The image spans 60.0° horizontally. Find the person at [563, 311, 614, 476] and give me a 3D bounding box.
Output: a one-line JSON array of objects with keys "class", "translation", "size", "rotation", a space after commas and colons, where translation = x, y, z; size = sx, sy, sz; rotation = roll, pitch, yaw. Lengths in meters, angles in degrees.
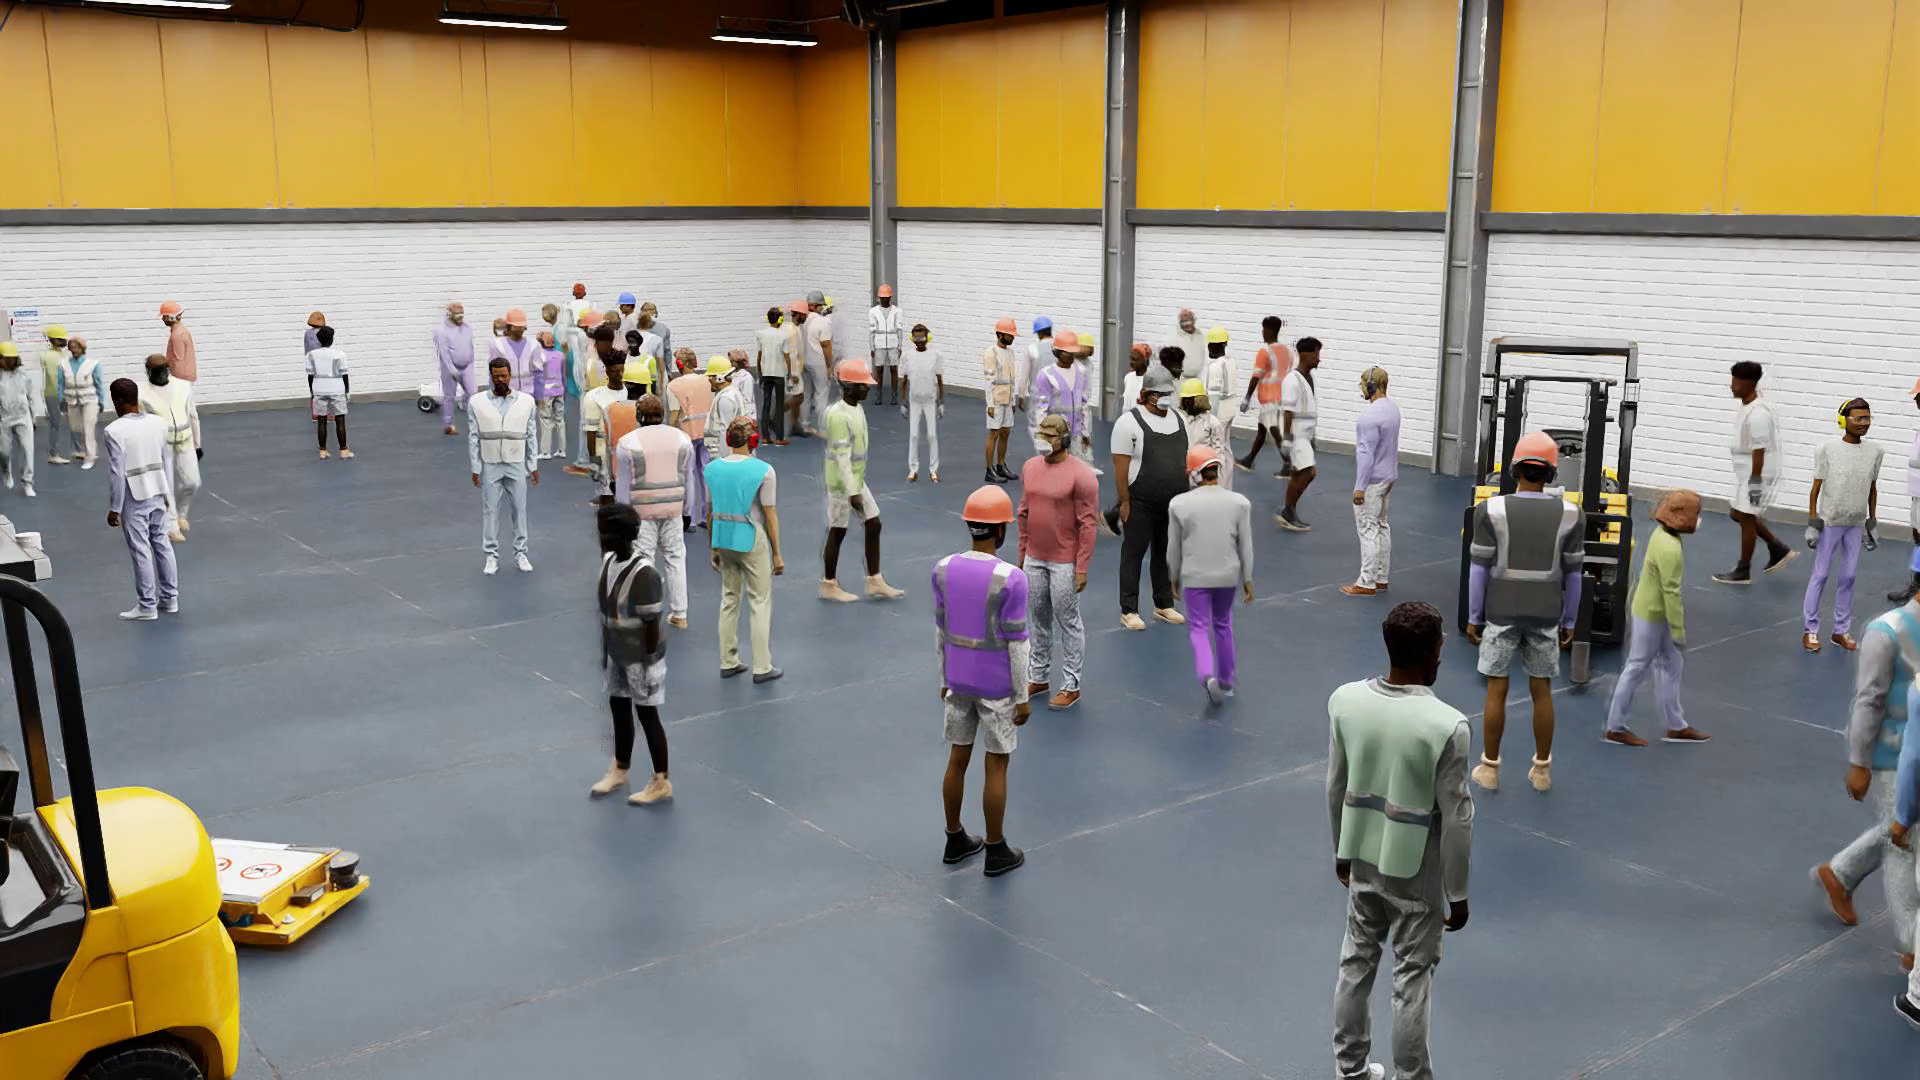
[{"class": "person", "translation": [-4.382, -1.741, 19.814], "size": [0.865, 1.958, 0.642], "rotation": [3, 12, 14]}]

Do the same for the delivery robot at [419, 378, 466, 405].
[{"class": "delivery robot", "translation": [-7.990, -2.306, 25.754], "size": [0.707, 0.478, 0.477], "rotation": [-1, 12, -5]}]

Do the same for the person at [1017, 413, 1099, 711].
[{"class": "person", "translation": [0.610, 0.135, 10.832], "size": [0.628, 1.940, 0.373], "rotation": [11, 16, 43]}]

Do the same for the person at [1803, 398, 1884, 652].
[{"class": "person", "translation": [6.465, -0.110, 12.169], "size": [0.521, 1.876, 0.325], "rotation": [0, 12, 1]}]

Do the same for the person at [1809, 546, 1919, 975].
[{"class": "person", "translation": [4.084, 0.899, 7.209], "size": [0.639, 1.923, 0.886], "rotation": [-5, 13, -22]}]

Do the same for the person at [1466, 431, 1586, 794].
[{"class": "person", "translation": [3.147, 0.406, 9.318], "size": [0.611, 2.033, 0.441], "rotation": [2, 12, 7]}]

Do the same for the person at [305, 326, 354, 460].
[{"class": "person", "translation": [-7.969, -1.855, 21.029], "size": [0.540, 1.695, 0.317], "rotation": [0, 12, 0]}]

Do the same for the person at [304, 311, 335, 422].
[{"class": "person", "translation": [-9.466, -2.563, 24.600], "size": [0.508, 1.631, 0.270], "rotation": [7, 14, 31]}]

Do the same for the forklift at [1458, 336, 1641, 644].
[{"class": "forklift", "translation": [4.683, -0.471, 13.136], "size": [1.214, 2.155, 2.313], "rotation": [4, 12, 20]}]

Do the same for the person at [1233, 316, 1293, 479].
[{"class": "person", "translation": [3.647, -1.699, 19.755], "size": [1.008, 1.912, 0.606], "rotation": [10, 15, 40]}]

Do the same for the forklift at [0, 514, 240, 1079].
[{"class": "forklift", "translation": [-3.687, 1.115, 5.480], "size": [2.313, 2.155, 1.214], "rotation": [-9, 15, -36]}]

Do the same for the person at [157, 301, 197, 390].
[{"class": "person", "translation": [-10.060, -2.083, 21.454], "size": [0.411, 1.980, 0.624], "rotation": [-4, 12, -18]}]

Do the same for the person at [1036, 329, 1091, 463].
[{"class": "person", "translation": [1.036, -1.062, 16.406], "size": [0.615, 2.029, 0.409], "rotation": [-8, 14, -35]}]

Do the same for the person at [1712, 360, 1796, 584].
[{"class": "person", "translation": [6.832, -0.572, 14.236], "size": [0.617, 1.943, 0.626], "rotation": [3, 12, 12]}]

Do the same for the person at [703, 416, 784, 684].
[{"class": "person", "translation": [-1.497, 0.072, 11.392], "size": [0.573, 1.834, 0.389], "rotation": [6, 13, 29]}]

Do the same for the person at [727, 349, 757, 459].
[{"class": "person", "translation": [-2.438, -1.320, 18.610], "size": [0.314, 1.631, 0.521], "rotation": [-7, 14, -31]}]

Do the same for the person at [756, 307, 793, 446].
[{"class": "person", "translation": [-2.474, -2.178, 22.218], "size": [0.524, 1.857, 0.345], "rotation": [4, 12, 19]}]

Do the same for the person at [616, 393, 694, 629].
[{"class": "person", "translation": [-2.336, -0.206, 12.739], "size": [0.623, 1.835, 0.429], "rotation": [-7, 14, -31]}]

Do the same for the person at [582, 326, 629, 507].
[{"class": "person", "translation": [-3.798, -1.379, 18.186], "size": [0.606, 1.929, 0.954], "rotation": [7, 13, 30]}]

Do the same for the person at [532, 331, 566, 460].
[{"class": "person", "translation": [-5.196, -1.834, 21.088], "size": [0.320, 1.631, 0.518], "rotation": [8, 14, 35]}]

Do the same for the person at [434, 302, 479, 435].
[{"class": "person", "translation": [-6.894, -2.350, 23.026], "size": [0.974, 1.857, 0.653], "rotation": [9, 15, 38]}]

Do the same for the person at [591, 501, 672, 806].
[{"class": "person", "translation": [-1.792, 0.618, 9.100], "size": [0.343, 1.692, 0.576], "rotation": [-9, 15, -38]}]

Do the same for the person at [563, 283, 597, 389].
[{"class": "person", "translation": [-6.311, -3.337, 27.732], "size": [0.585, 1.882, 0.337], "rotation": [-4, 12, -17]}]

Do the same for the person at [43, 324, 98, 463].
[{"class": "person", "translation": [-11.124, -1.804, 20.672], "size": [0.638, 1.742, 0.530], "rotation": [1, 12, 6]}]

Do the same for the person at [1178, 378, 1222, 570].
[{"class": "person", "translation": [2.040, -0.552, 14.618], "size": [0.493, 1.740, 0.314], "rotation": [8, 14, 33]}]

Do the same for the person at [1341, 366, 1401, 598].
[{"class": "person", "translation": [3.446, -0.482, 13.847], "size": [0.375, 1.930, 0.636], "rotation": [7, 14, 32]}]

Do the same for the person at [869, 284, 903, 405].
[{"class": "person", "translation": [-1.177, -3.103, 26.509], "size": [0.539, 1.930, 0.387], "rotation": [-1, 12, -3]}]

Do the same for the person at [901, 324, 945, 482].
[{"class": "person", "translation": [-0.432, -1.593, 19.380], "size": [0.537, 1.860, 0.329], "rotation": [1, 12, 3]}]

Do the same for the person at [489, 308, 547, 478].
[{"class": "person", "translation": [-5.151, -1.699, 19.480], "size": [0.627, 2.014, 0.750], "rotation": [-7, 13, -29]}]

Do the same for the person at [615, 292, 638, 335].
[{"class": "person", "translation": [-4.737, -2.595, 23.991], "size": [0.403, 1.948, 0.605], "rotation": [-7, 14, -32]}]

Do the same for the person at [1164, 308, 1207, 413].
[{"class": "person", "translation": [2.947, -2.117, 21.883], "size": [0.665, 1.867, 0.535], "rotation": [-4, 13, -21]}]
